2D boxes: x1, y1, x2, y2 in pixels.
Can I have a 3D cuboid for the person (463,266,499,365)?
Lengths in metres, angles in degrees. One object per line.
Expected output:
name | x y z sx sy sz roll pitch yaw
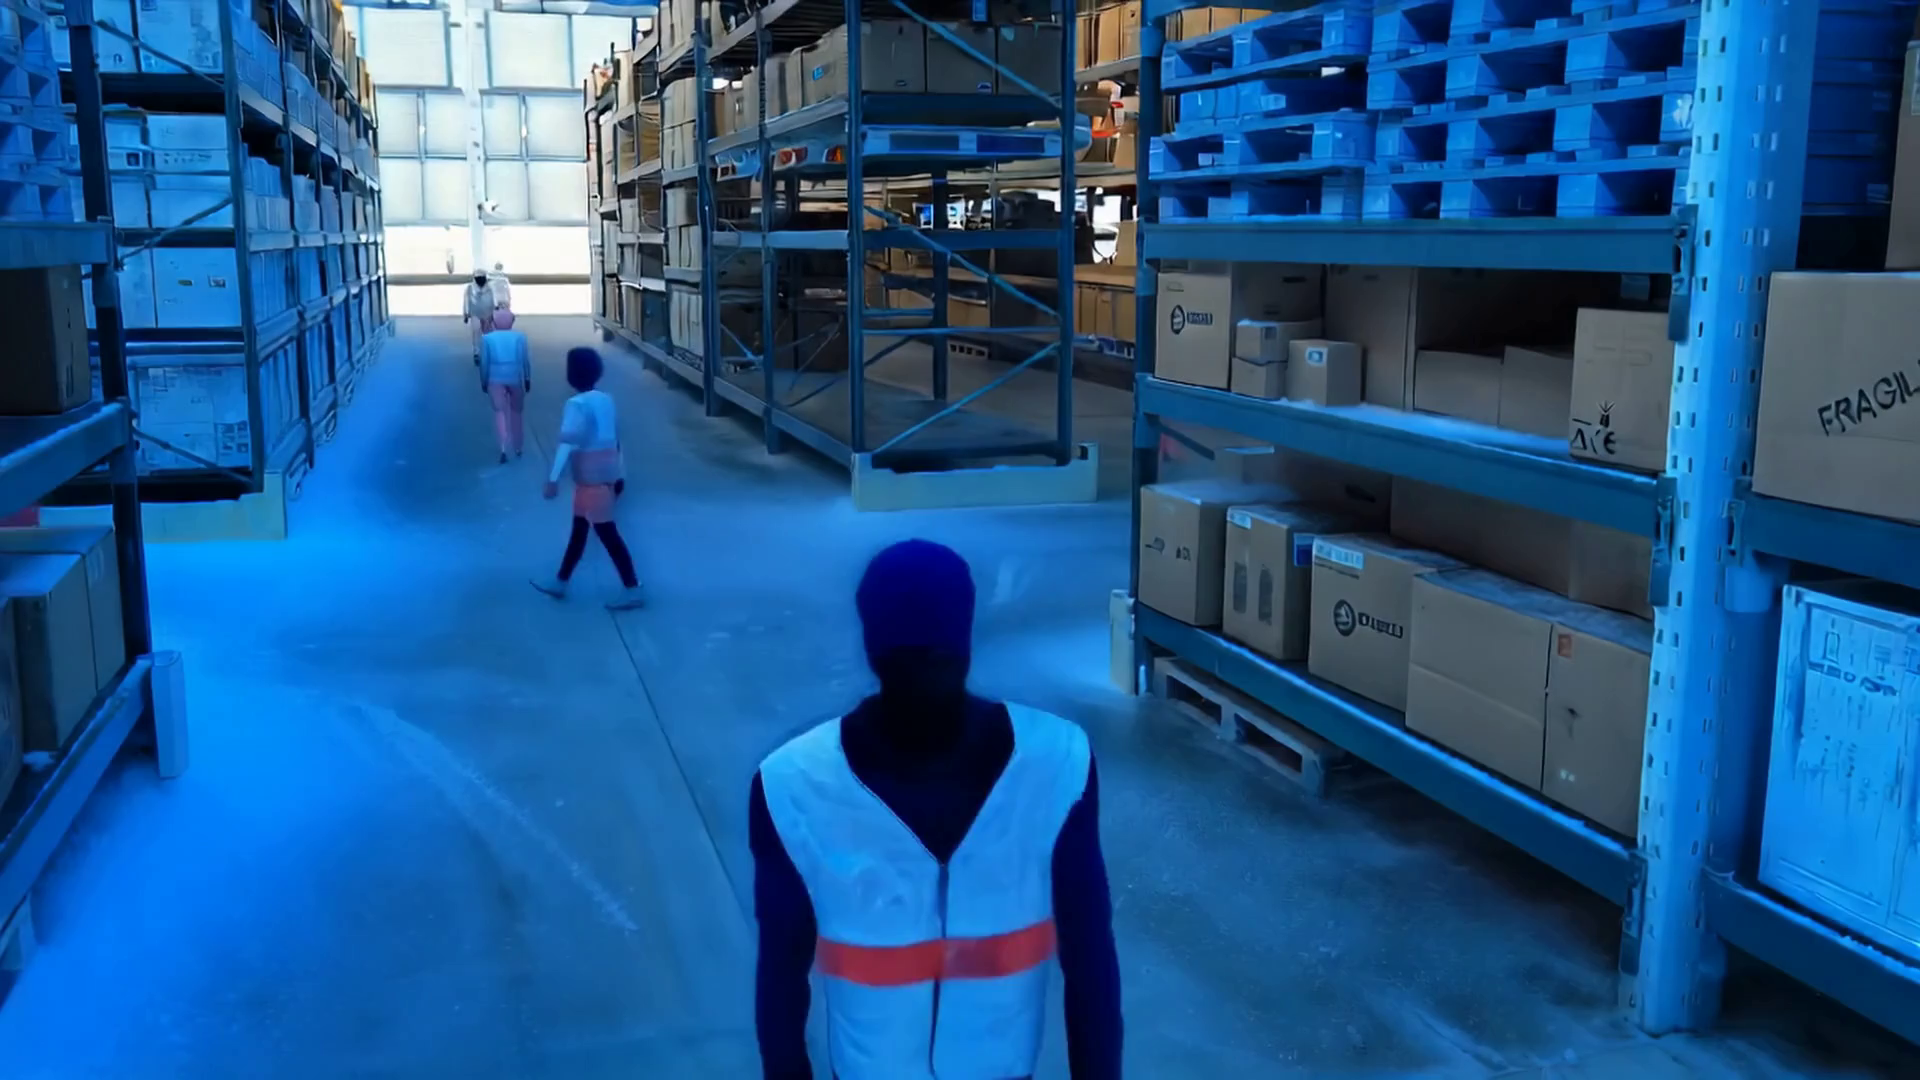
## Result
person | -8.795 -4.112 30.552 0.626 1.800 0.806 -3 11 -14

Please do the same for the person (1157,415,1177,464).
person | 2.173 -1.624 17.463 0.528 1.592 0.834 1 10 6

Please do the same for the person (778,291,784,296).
person | -3.879 -5.571 38.244 0.564 1.917 0.587 -7 12 -34

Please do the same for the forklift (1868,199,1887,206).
forklift | 11.338 -2.915 21.052 1.129 2.768 1.873 -3 11 -17

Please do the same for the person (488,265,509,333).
person | -10.488 -5.391 37.804 0.536 1.722 0.898 2 11 10

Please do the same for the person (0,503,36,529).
person | -4.416 0.052 7.746 0.941 1.795 0.646 -3 11 -15

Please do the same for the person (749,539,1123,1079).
person | -0.056 0.900 2.899 0.608 1.885 0.948 -3 11 -14

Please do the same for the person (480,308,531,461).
person | -4.804 -1.643 17.600 0.523 1.599 0.849 -3 11 -14

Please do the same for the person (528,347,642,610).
person | -2.395 -0.386 10.536 0.878 1.651 0.552 2 11 12
